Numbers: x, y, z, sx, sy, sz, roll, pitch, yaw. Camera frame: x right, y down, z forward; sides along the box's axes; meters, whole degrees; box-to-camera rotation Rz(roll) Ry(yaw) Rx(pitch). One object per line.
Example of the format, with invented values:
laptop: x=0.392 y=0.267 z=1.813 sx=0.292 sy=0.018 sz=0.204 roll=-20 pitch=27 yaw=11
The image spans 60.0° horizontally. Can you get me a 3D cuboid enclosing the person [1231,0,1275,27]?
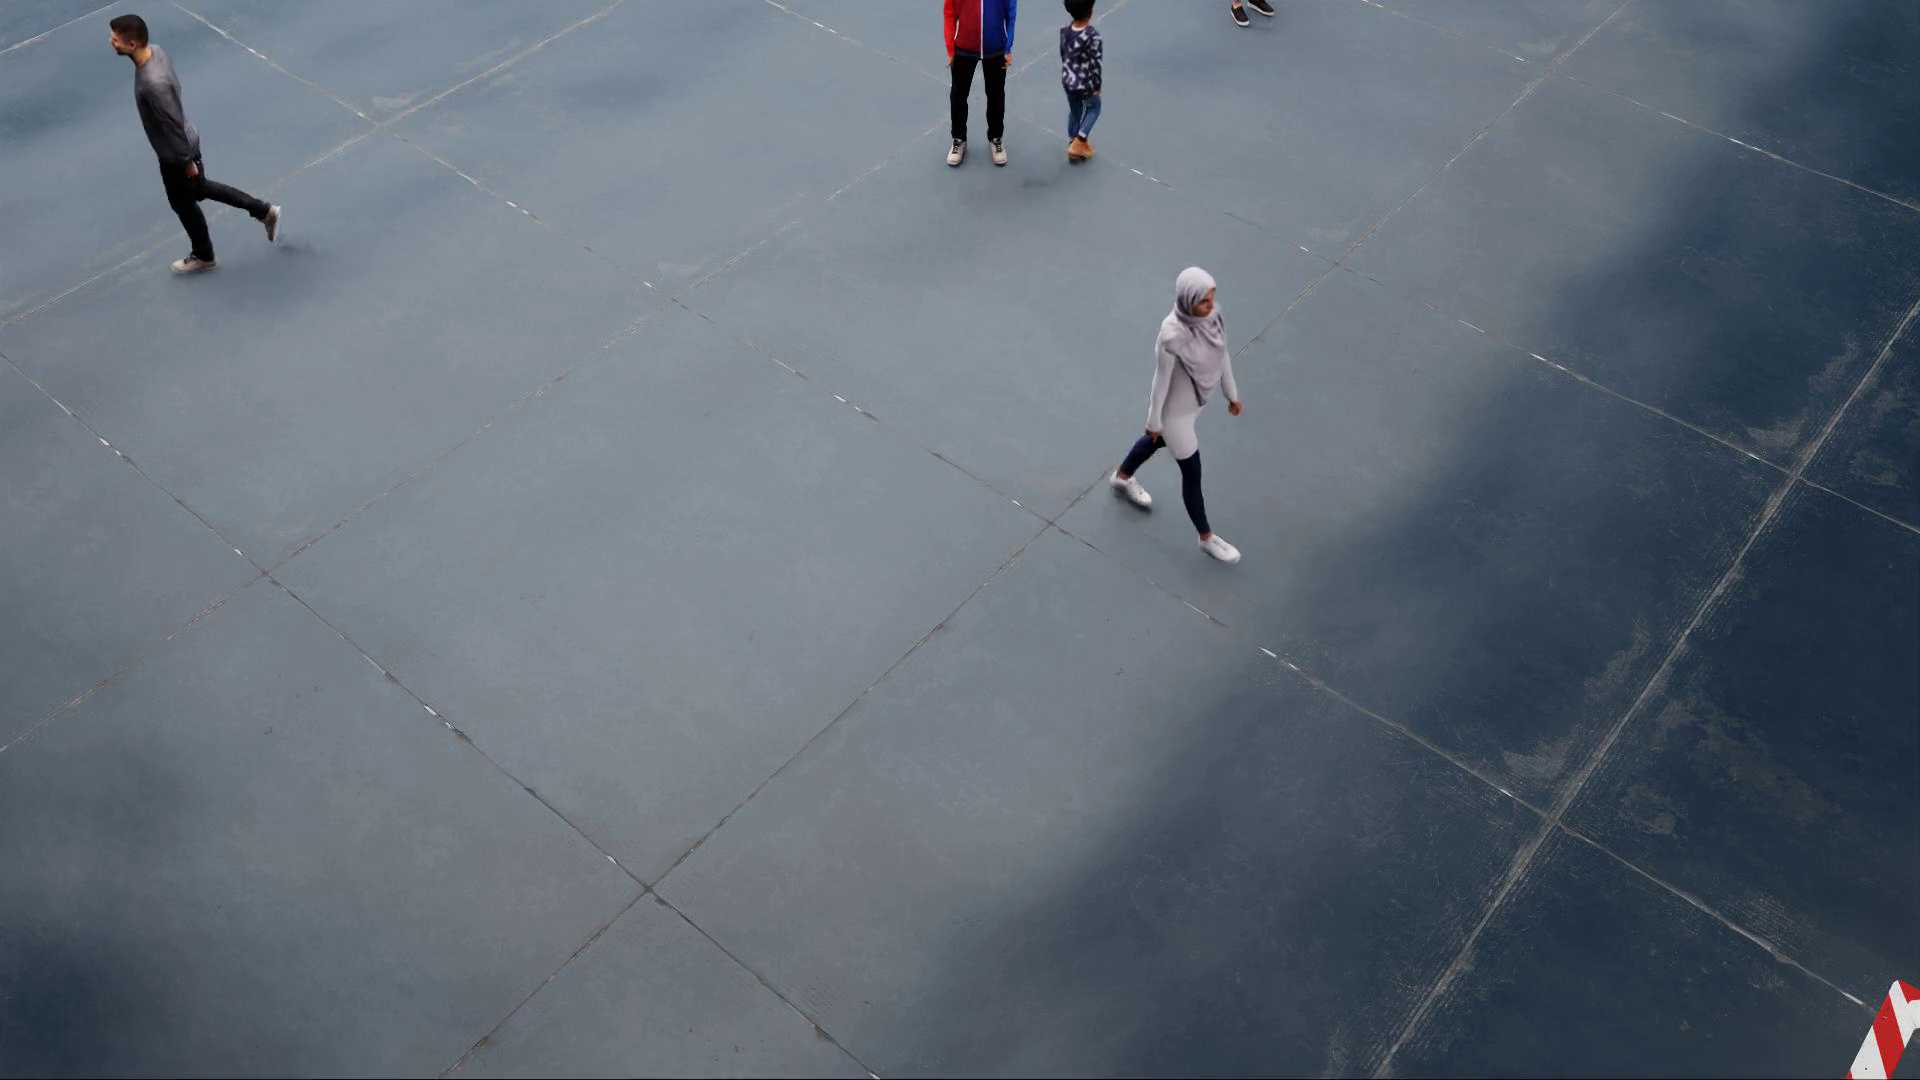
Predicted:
person: x=2.234 y=-4.635 z=12.200 sx=0.696 sy=1.689 sz=0.669 roll=-24 pitch=52 yaw=-21

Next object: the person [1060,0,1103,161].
person: x=0.768 y=-3.068 z=11.055 sx=0.423 sy=1.243 sz=0.562 roll=34 pitch=56 yaw=27

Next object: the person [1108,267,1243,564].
person: x=1.074 y=-0.721 z=8.550 sx=1.105 sy=1.734 sz=0.628 roll=32 pitch=55 yaw=26

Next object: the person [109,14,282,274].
person: x=-4.671 y=-2.409 z=10.101 sx=0.992 sy=1.748 sz=1.021 roll=-14 pitch=49 yaw=-13

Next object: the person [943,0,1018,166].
person: x=0.131 y=-3.286 z=10.906 sx=0.706 sy=1.757 sz=0.781 roll=-1 pitch=47 yaw=-1
